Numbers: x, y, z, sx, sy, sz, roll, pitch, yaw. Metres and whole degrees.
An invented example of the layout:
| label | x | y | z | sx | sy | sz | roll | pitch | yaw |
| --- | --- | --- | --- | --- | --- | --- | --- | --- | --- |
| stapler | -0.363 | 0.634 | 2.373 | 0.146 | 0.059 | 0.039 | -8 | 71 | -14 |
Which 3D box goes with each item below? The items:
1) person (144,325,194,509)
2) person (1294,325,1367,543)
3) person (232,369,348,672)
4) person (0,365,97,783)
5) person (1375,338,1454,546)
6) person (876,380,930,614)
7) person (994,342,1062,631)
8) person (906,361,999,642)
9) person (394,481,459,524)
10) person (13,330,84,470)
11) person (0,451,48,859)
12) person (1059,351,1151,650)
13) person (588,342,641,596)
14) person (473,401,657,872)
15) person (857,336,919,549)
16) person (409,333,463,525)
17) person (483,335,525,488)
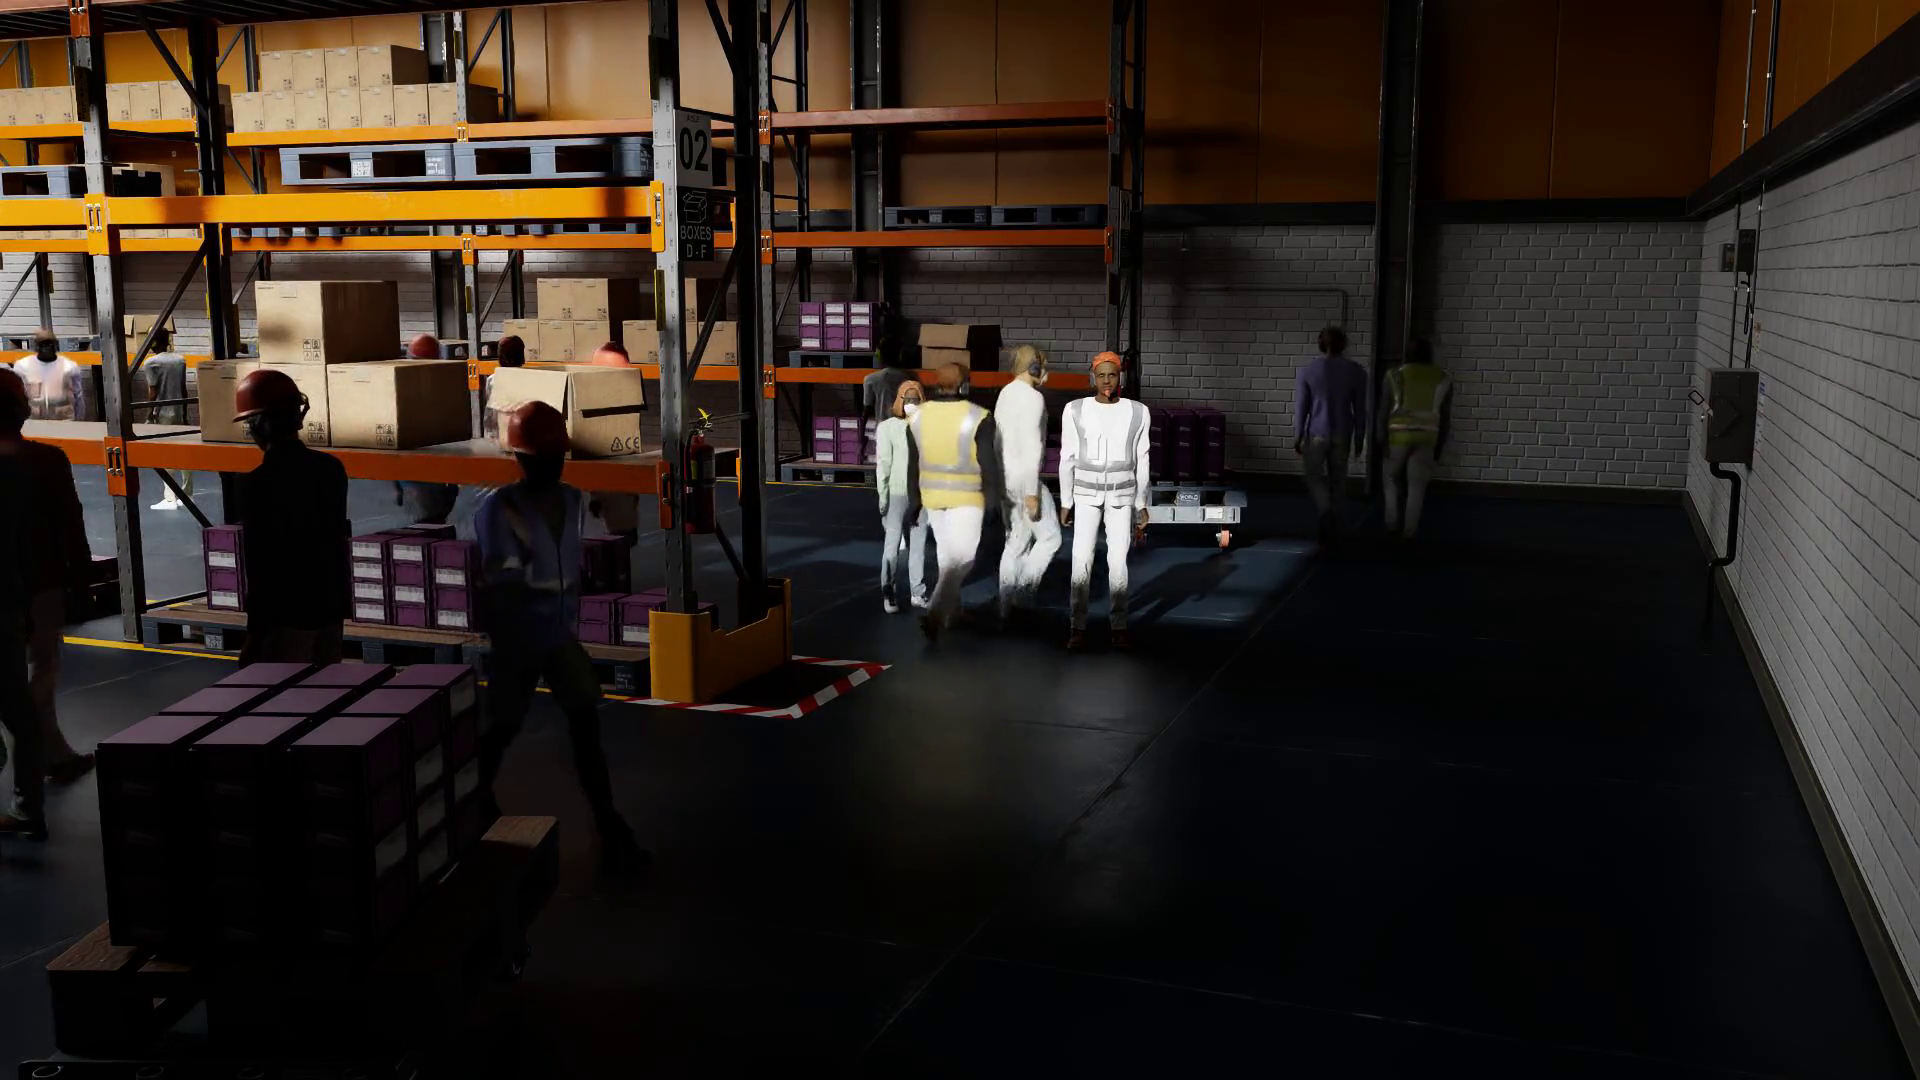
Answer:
| label | x | y | z | sx | sy | sz | roll | pitch | yaw |
| --- | --- | --- | --- | --- | --- | --- | --- | --- | --- |
| person | -8.000 | -1.233 | 16.757 | 0.328 | 1.865 | 0.521 | 3 | 10 | 21 |
| person | 3.248 | -0.921 | 14.604 | 0.654 | 1.921 | 0.479 | -1 | 9 | -4 |
| person | -2.691 | 0.308 | 6.702 | 0.393 | 1.985 | 0.611 | 2 | 9 | 12 |
| person | -4.247 | 0.208 | 7.414 | 0.636 | 1.961 | 0.870 | 1 | 9 | 7 |
| person | 3.951 | -0.856 | 14.551 | 0.655 | 1.812 | 0.520 | 1 | 9 | 4 |
| person | -0.349 | -0.304 | 11.644 | 0.503 | 1.631 | 0.283 | -5 | 10 | -28 |
| person | 0.436 | -0.344 | 11.014 | 0.481 | 1.913 | 0.655 | -3 | 9 | -18 |
| person | -0.085 | -0.248 | 10.771 | 0.650 | 1.814 | 0.829 | 6 | 11 | 31 |
| person | -4.046 | -0.437 | 12.371 | 0.736 | 1.666 | 0.526 | 5 | 10 | 27 |
| person | -9.252 | -1.231 | 16.922 | 0.612 | 1.811 | 0.920 | -4 | 10 | -23 |
| person | -3.991 | 0.330 | 6.705 | 0.370 | 1.940 | 0.627 | 3 | 9 | 16 |
| person | 0.907 | -0.242 | 10.473 | 0.573 | 1.883 | 0.353 | 0 | 9 | 1 |
| person | -2.417 | -0.392 | 11.310 | 0.696 | 1.916 | 0.554 | 3 | 10 | 18 |
| person | -1.686 | 0.376 | 6.626 | 1.013 | 1.872 | 0.554 | 6 | 11 | 33 |
| person | -0.628 | -0.866 | 14.576 | 0.552 | 1.819 | 0.955 | -3 | 10 | -19 |
| person | -4.295 | -0.733 | 13.518 | 0.603 | 1.902 | 0.777 | -4 | 10 | -26 |
| person | -3.533 | -0.684 | 13.239 | 0.573 | 1.887 | 0.354 | 3 | 9 | 16 |
